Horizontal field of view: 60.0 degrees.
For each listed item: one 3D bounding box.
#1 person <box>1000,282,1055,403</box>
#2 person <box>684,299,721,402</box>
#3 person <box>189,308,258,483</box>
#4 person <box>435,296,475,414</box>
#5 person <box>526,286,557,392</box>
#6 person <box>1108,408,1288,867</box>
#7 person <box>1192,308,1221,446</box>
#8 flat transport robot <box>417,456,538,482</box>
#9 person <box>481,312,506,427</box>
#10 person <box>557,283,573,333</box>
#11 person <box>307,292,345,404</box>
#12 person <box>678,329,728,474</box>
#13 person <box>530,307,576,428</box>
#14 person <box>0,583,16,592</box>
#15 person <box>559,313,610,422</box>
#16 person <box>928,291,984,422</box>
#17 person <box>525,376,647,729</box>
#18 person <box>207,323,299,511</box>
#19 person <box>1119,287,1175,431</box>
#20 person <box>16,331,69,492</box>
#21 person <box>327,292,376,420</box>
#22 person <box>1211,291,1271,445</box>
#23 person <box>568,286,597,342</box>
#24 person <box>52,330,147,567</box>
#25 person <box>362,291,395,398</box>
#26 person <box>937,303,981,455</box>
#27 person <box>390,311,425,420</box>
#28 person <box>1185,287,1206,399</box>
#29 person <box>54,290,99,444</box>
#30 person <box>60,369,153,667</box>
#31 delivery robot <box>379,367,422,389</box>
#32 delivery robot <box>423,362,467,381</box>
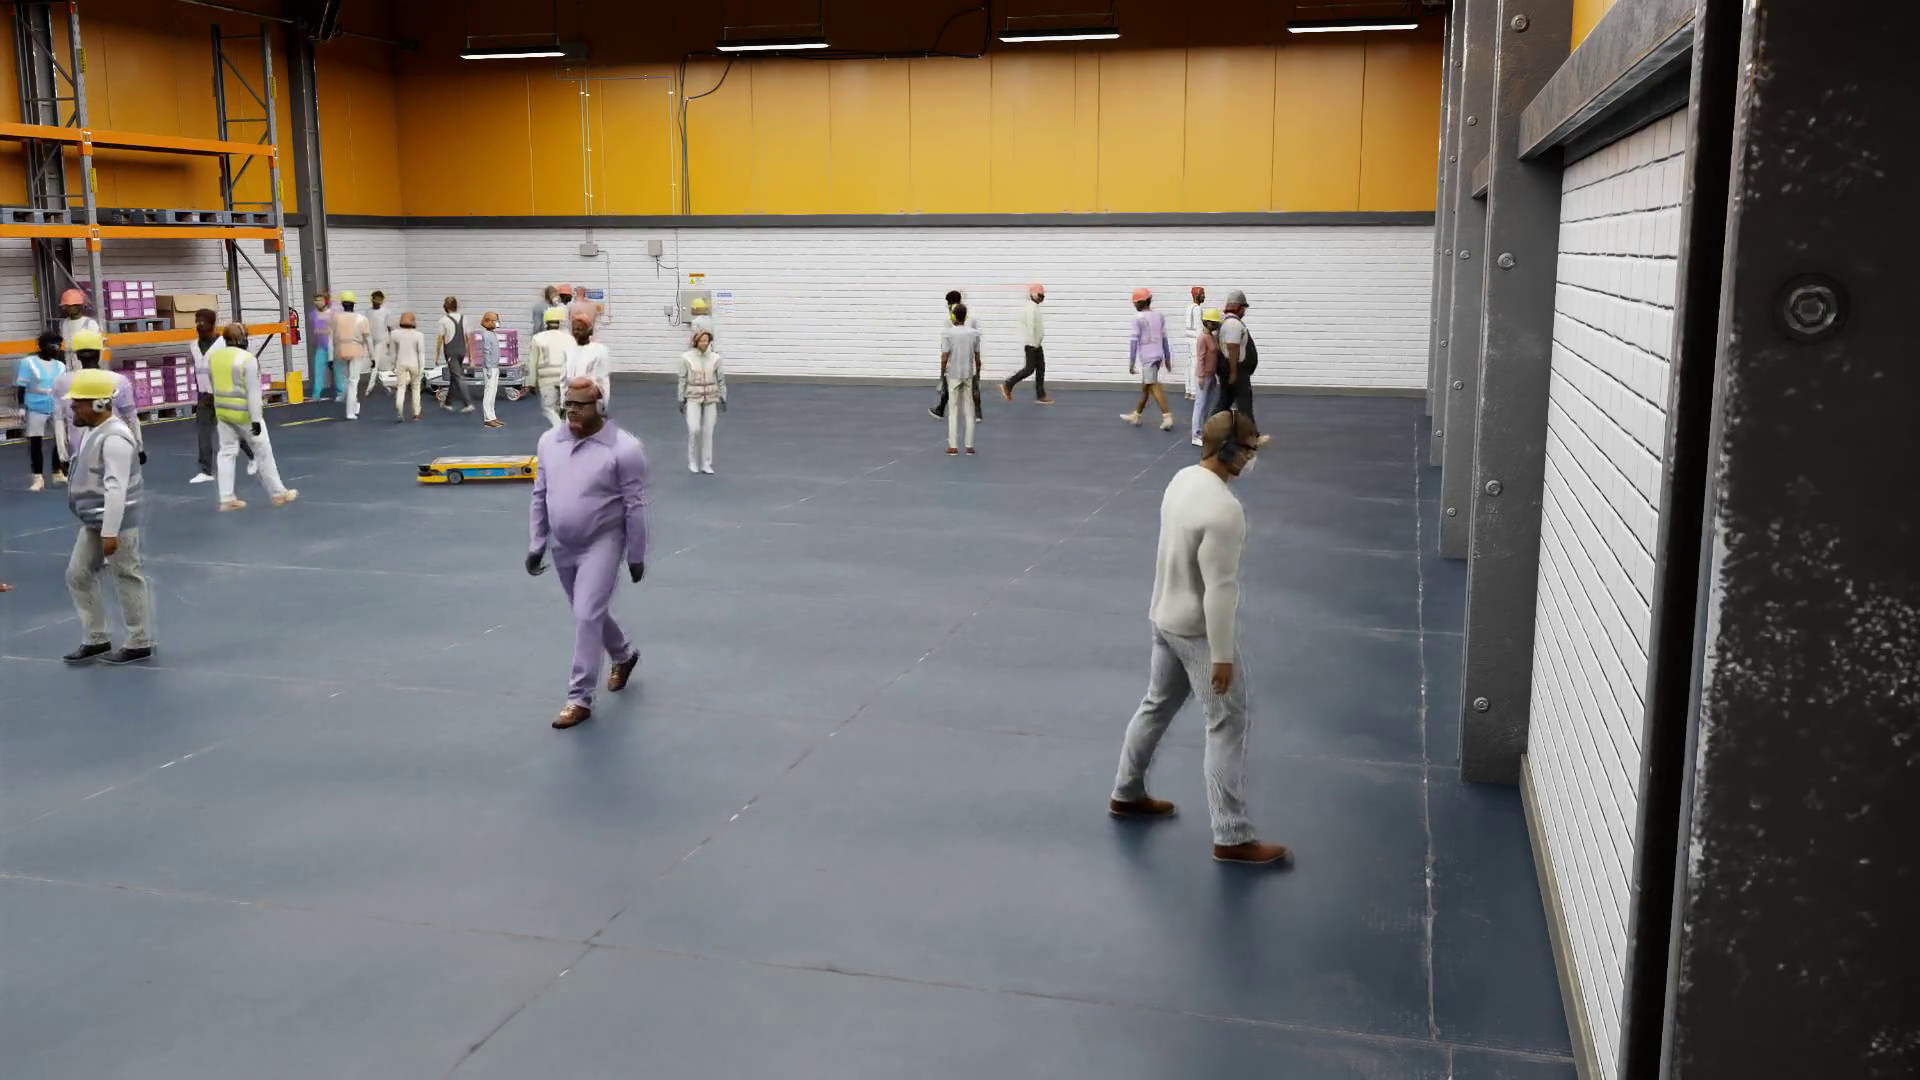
[{"bbox_3d":[1.110,-3.193,27.020,0.805,1.974,0.616,3,10,15],"label":"person"},{"bbox_3d":[-4.296,-3.125,27.432,0.937,1.690,0.505,5,11,25],"label":"person"},{"bbox_3d":[-8.101,-1.597,18.238,0.596,1.891,0.854,4,11,20],"label":"person"},{"bbox_3d":[-7.757,-2.839,25.550,1.005,1.796,0.523,7,12,36],"label":"person"},{"bbox_3d":[-7.157,-3.471,28.911,1.077,1.874,0.652,4,11,21],"label":"person"},{"bbox_3d":[1.030,0.390,7.028,0.571,1.888,0.796,-2,10,-13],"label":"person"},{"bbox_3d":[3.186,-2.086,21.345,0.327,1.765,0.529,5,11,28],"label":"person"},{"bbox_3d":[-5.154,-0.784,18.197,1.431,0.197,0.652,-2,10,-9],"label":"flat transport robot"},{"bbox_3d":[-6.655,-2.428,23.653,0.264,1.632,0.507,0,10,-2],"label":"person"},{"bbox_3d":[-7.009,-3.534,29.146,0.756,1.914,0.549,-2,10,-9],"label":"person"},{"bbox_3d":[-10.286,-3.091,26.928,0.580,1.801,0.877,2,10,9],"label":"person"},{"bbox_3d":[-2.873,-1.547,18.645,0.548,1.625,0.389,-5,11,-27],"label":"person"},{"bbox_3d":[-5.009,-1.983,20.651,0.592,1.805,0.755,-8,13,-37],"label":"person"},{"bbox_3d":[-7.373,-0.462,11.898,0.652,1.871,0.941,5,11,25],"label":"person"},{"bbox_3d":[-3.856,-1.412,17.215,0.600,1.870,0.640,5,11,25],"label":"person"},{"bbox_3d":[-0.024,-2.687,24.343,0.712,1.888,1.027,-6,12,-30],"label":"person"},{"bbox_3d":[-2.014,0.016,9.163,0.634,1.871,0.969,4,11,24],"label":"person"},{"bbox_3d":[-6.922,-1.207,16.235,0.658,1.810,0.816,5,11,25],"label":"person"},{"bbox_3d":[2.677,-2.528,23.252,0.658,1.981,1.078,-10,14,-43],"label":"person"},{"bbox_3d":[-9.612,-1.349,17.453,0.316,1.671,0.621,5,11,28],"label":"person"},{"bbox_3d":[-9.024,-2.742,24.724,0.618,1.871,0.982,-1,10,-4],"label":"person"},{"bbox_3d":[3.587,-2.256,21.524,0.757,2.000,0.700,0,10,-2],"label":"person"},{"bbox_3d":[-6.460,-3.377,28.309,0.441,1.884,0.677,5,11,26],"label":"person"},{"bbox_3d":[-6.974,-0.758,13.513,0.591,1.876,0.982,-1,10,-6],"label":"person"},{"bbox_3d":[-9.982,-3.369,28.494,0.556,1.811,0.956,1,10,8],"label":"person"},{"bbox_3d":[0.002,-1.960,20.384,0.565,1.855,0.338,-4,11,-20],"label":"person"},{"bbox_3d":[-8.091,-2.540,24.347,0.515,1.610,0.665,-1,10,-6],"label":"person"},{"bbox_3d":[3.953,-3.291,27.832,0.353,1.883,0.578,-2,10,-9],"label":"person"},{"bbox_3d":[-11.458,-2.271,21.751,0.623,2.000,1.053,3,10,14],"label":"person"},{"bbox_3d":[-5.233,-0.112,10.009,0.610,1.815,0.620,-9,14,-42],"label":"person"},{"bbox_3d":[-9.604,-2.800,28.548,0.707,0.478,0.477,-4,11,-20],"label":"delivery robot"},{"bbox_3d":[-8.914,-2.844,28.796,0.707,0.478,0.477,-6,11,-29],"label":"delivery robot"}]
